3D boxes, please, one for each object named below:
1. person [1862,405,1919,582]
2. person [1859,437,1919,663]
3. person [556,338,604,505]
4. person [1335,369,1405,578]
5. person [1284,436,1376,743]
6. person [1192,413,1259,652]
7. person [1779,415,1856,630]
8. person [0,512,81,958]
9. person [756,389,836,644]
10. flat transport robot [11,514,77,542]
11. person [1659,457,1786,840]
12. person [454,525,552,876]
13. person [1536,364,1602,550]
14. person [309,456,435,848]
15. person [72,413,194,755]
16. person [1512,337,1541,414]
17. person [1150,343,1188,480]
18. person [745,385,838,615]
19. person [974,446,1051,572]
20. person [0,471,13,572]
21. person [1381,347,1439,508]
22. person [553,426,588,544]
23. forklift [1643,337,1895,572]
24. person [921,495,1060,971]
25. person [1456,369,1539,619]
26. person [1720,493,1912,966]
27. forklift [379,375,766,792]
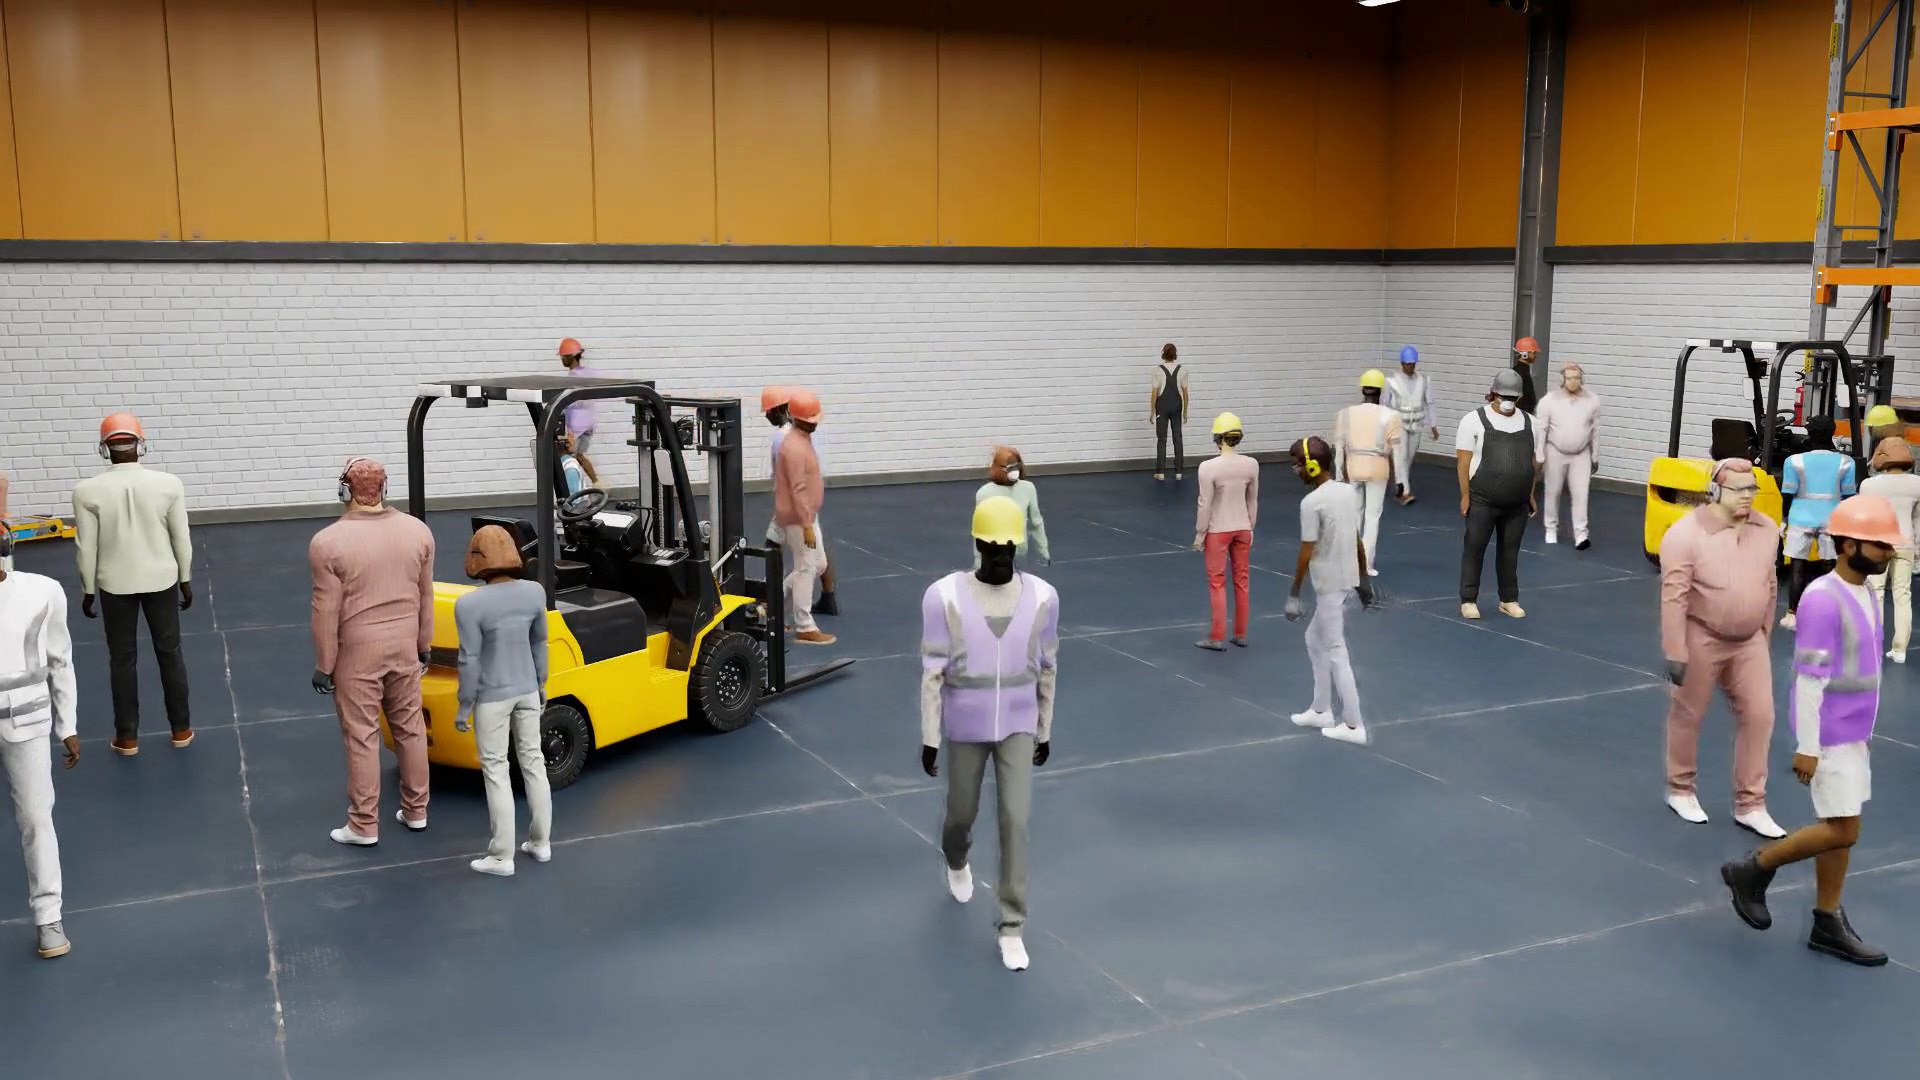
[{"bbox_3d":[7.779,-0.280,13.830,0.701,1.700,0.532,5,11,30],"label":"person"},{"bbox_3d":[6.621,0.077,11.871,0.497,1.632,0.289,-1,9,-4],"label":"person"},{"bbox_3d":[-4.498,-1.345,19.459,0.537,2.031,0.661,3,10,16],"label":"person"},{"bbox_3d":[3.744,-0.598,15.209,0.608,1.911,0.433,7,11,36],"label":"person"},{"bbox_3d":[2.159,0.289,9.937,0.715,1.827,0.601,8,12,41],"label":"person"},{"bbox_3d":[1.962,-0.051,12.318,0.536,1.763,0.410,-5,10,-27],"label":"person"},{"bbox_3d":[6.653,-0.126,12.940,0.532,1.693,0.319,2,9,14],"label":"person"},{"bbox_3d":[-3.882,0.784,6.707,0.585,1.882,0.340,-5,10,-28],"label":"person"},{"bbox_3d":[-1.224,-0.158,12.372,0.505,1.948,0.635,0,9,2],"label":"person"},{"bbox_3d":[-9.868,-0.075,17.026,0.652,0.197,1.431,5,11,30],"label":"flat transport robot"},{"bbox_3d":[3.811,0.537,8.226,0.682,1.877,0.791,-1,9,-8],"label":"person"},{"bbox_3d":[-2.128,0.741,7.751,0.270,1.631,0.507,7,11,37],"label":"person"},{"bbox_3d":[6.151,-0.834,16.825,0.675,1.857,0.975,2,9,11],"label":"person"},{"bbox_3d":[-2.881,0.541,8.145,0.408,1.908,0.641,7,12,39],"label":"person"},{"bbox_3d":[-4.792,0.253,9.682,0.609,1.985,0.394,-6,11,-32],"label":"person"},{"bbox_3d":[6.944,-1.509,20.589,0.391,1.995,0.613,2,9,13],"label":"person"},{"bbox_3d":[2.811,-1.722,22.373,0.509,1.844,0.329,-1,9,-5],"label":"person"},{"bbox_3d":[-1.420,-0.311,13.505,0.917,1.872,0.670,3,10,17],"label":"person"},{"bbox_3d":[0.320,0.094,11.928,0.573,1.584,0.846,-6,11,-34],"label":"person"},{"bbox_3d":[-7.127,0.026,12.254,0.584,1.615,0.351,7,11,36],"label":"person"},{"bbox_3d":[5.371,-1.347,19.863,0.623,1.891,0.984,-1,9,-5],"label":"person"},{"bbox_3d":[-3.008,-0.069,12.809,0.321,1.627,0.530,-4,10,-26],"label":"person"},{"bbox_3d":[7.551,-0.789,15.507,2.313,2.155,1.214,-4,10,-25],"label":"forklift"},{"bbox_3d":[0.119,0.739,6.946,0.593,1.902,0.861,-1,9,-9],"label":"person"},{"bbox_3d":[4.367,-0.375,13.411,0.675,2.000,0.536,-1,9,-7],"label":"person"},{"bbox_3d":[3.515,0.756,6.756,0.564,1.924,0.547,-9,13,-44],"label":"person"},{"bbox_3d":[-2.268,0.149,9.685,1.214,2.155,2.313,6,11,32],"label":"forklift"}]
